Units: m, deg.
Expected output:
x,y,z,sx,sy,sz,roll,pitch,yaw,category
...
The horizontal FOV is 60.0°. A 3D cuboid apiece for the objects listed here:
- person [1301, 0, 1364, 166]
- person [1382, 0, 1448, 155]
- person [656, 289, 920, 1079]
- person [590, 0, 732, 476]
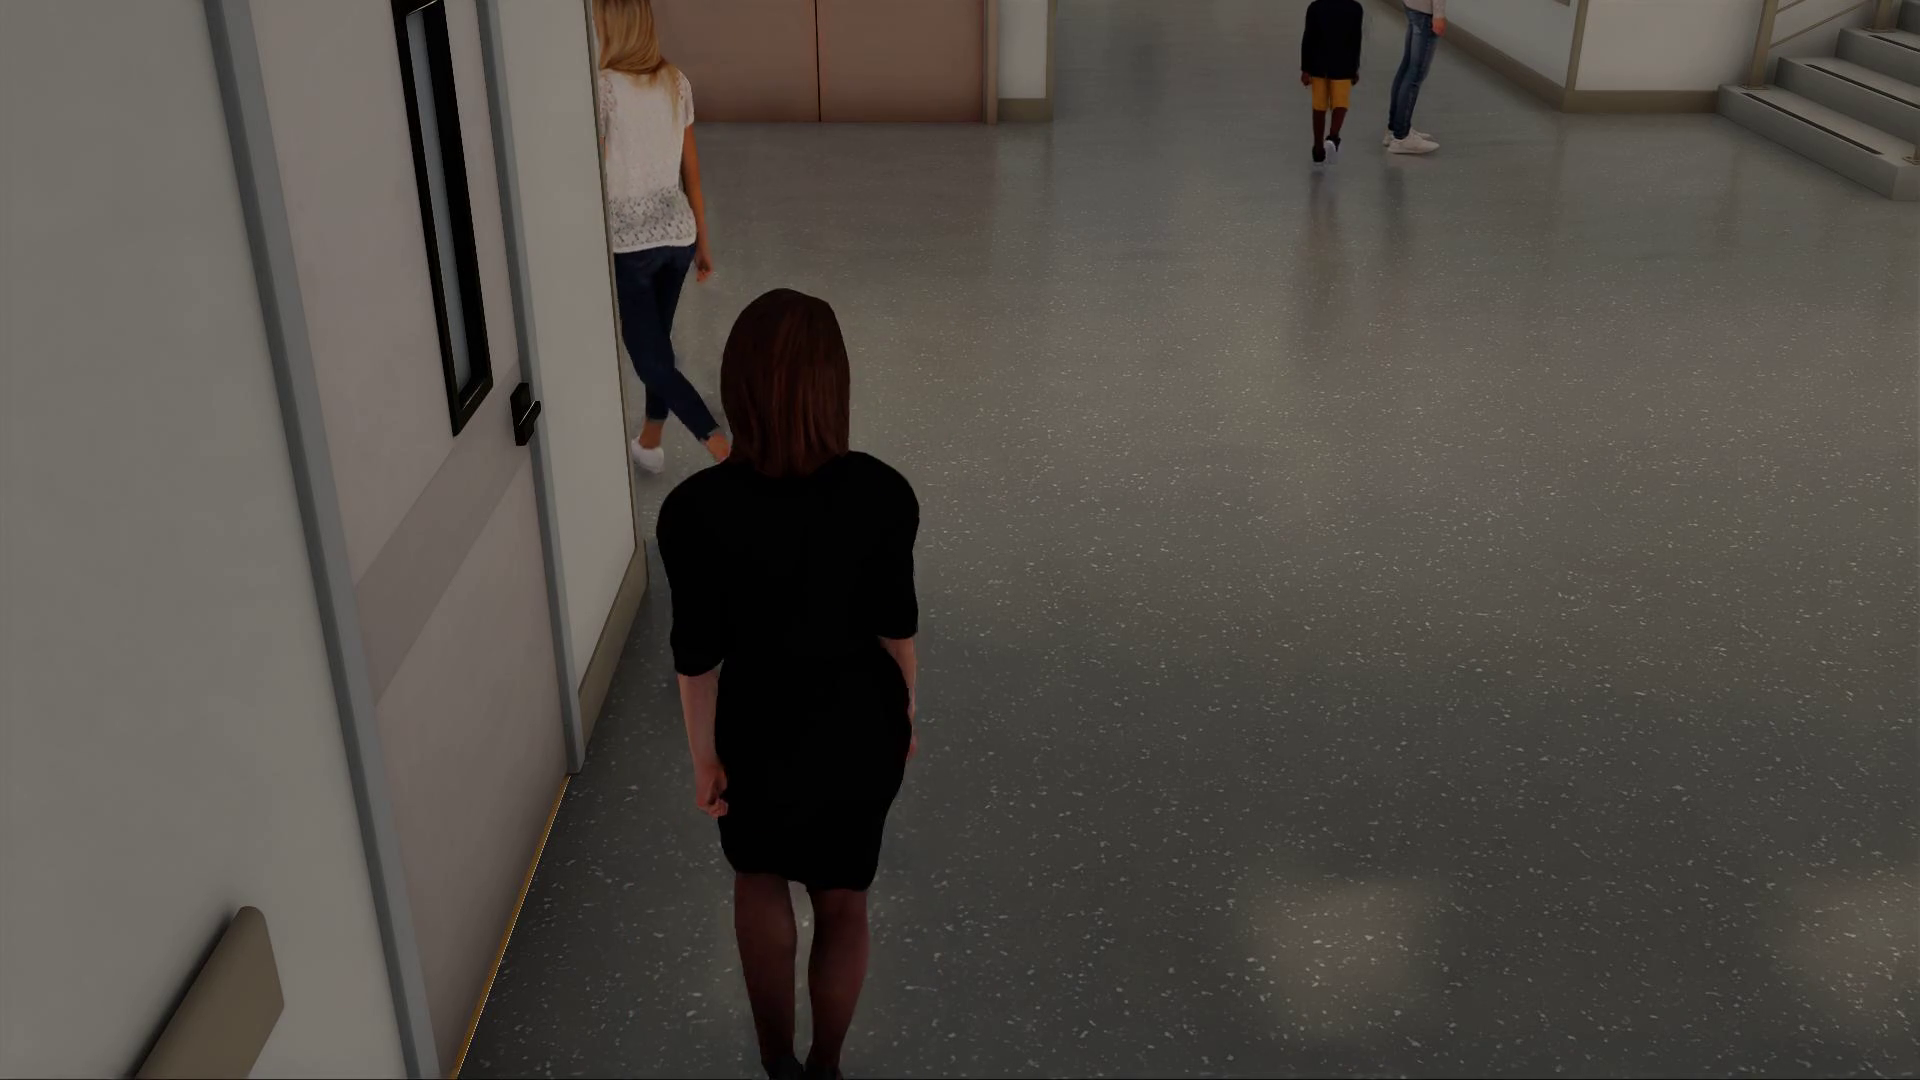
x,y,z,sx,sy,sz,roll,pitch,yaw,category
2.333,-2.975,10.431,0.644,1.266,0.650,5,26,9,person
3.005,-3.468,10.781,0.557,1.849,0.658,1,26,2,person
-0.259,0.414,2.908,0.659,1.695,0.681,-3,26,-6,person
-0.993,-0.937,5.614,1.156,1.777,1.077,23,34,38,person
